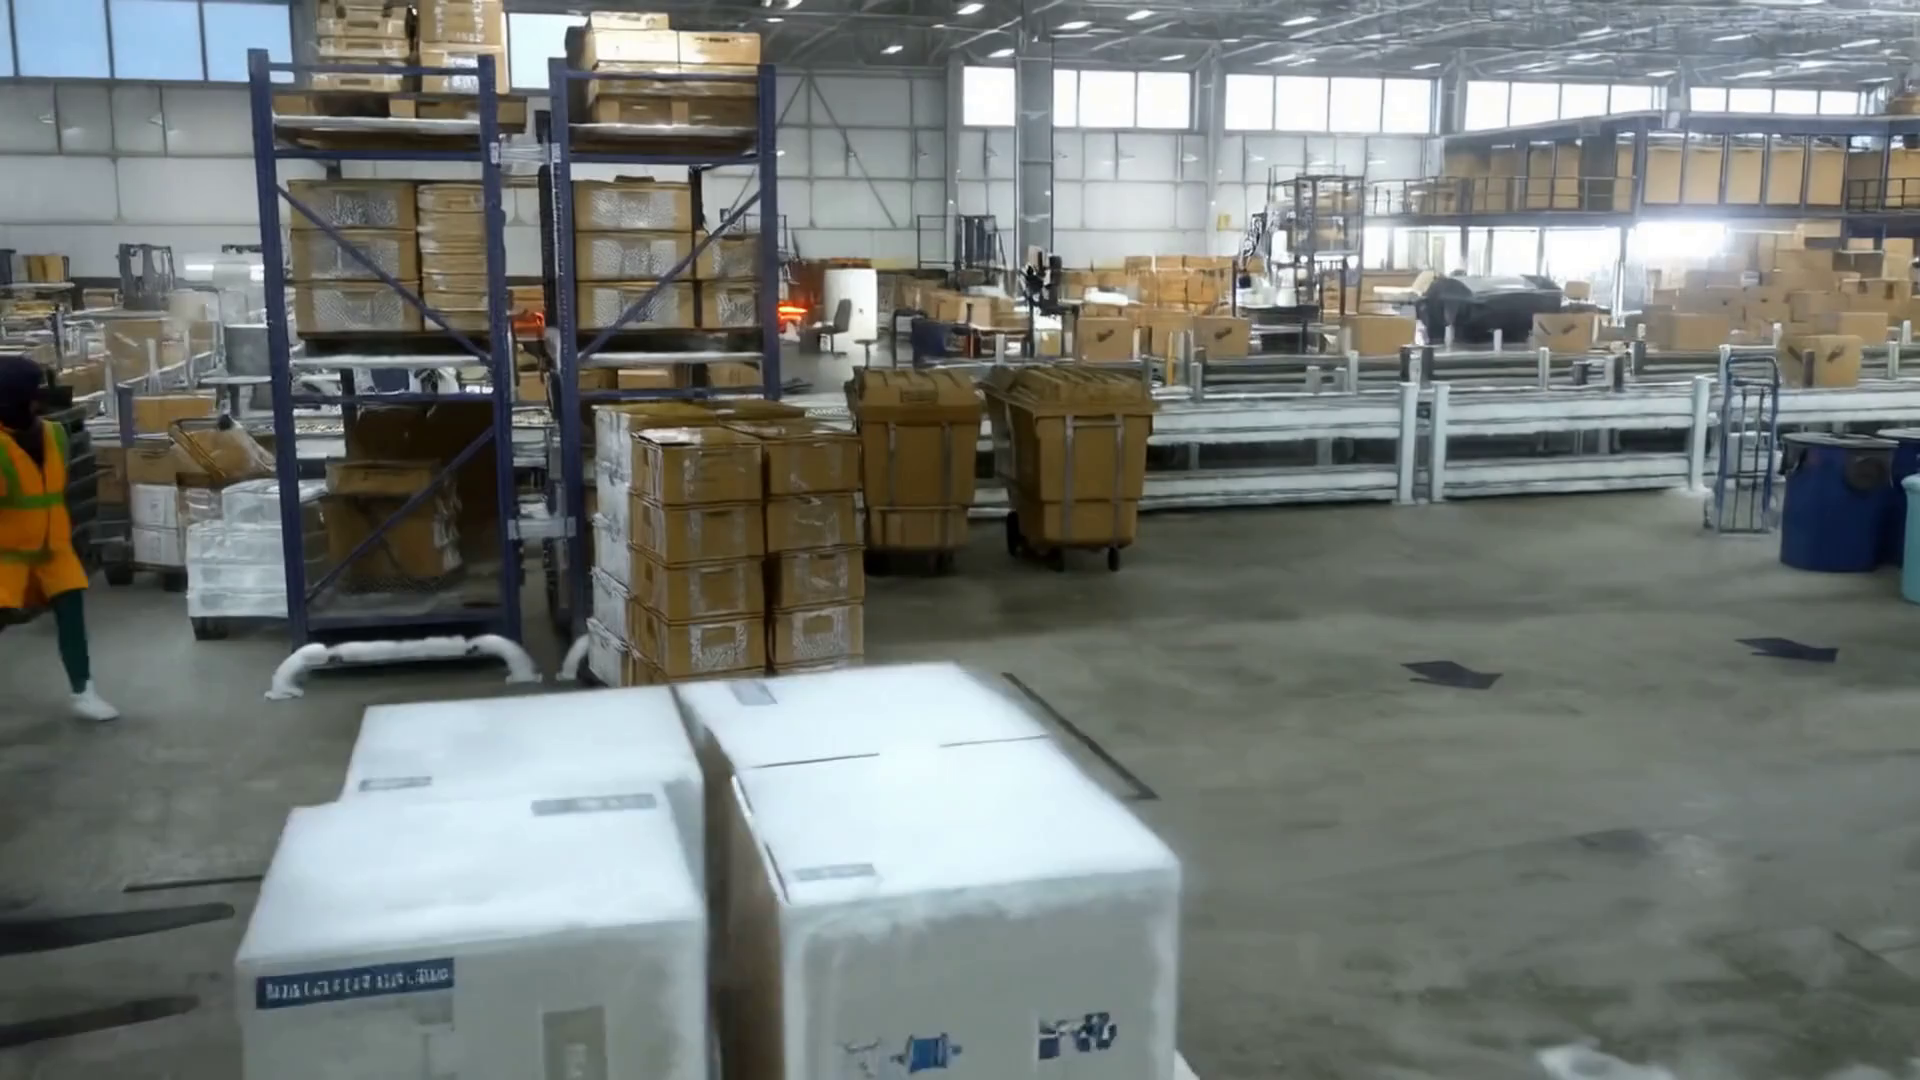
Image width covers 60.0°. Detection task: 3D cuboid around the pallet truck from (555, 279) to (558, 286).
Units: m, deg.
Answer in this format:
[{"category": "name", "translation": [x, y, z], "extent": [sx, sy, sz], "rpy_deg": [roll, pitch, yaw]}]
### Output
[{"category": "pallet truck", "translation": [-10.604, -6.375, 44.520], "extent": [0.653, 1.274, 1.630], "rpy_deg": [-3, 10, -15]}]

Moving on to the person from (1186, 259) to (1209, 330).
[{"category": "person", "translation": [5.357, -5.372, 37.325], "extent": [0.547, 1.837, 0.835], "rpy_deg": [0, 10, -1]}]

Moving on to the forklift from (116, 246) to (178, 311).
[{"category": "forklift", "translation": [-19.966, -6.232, 40.894], "extent": [1.157, 1.987, 2.680], "rpy_deg": [-3, 10, -15]}]

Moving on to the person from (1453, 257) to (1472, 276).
[{"category": "person", "translation": [12.550, -6.114, 41.452], "extent": [0.590, 1.856, 0.741], "rpy_deg": [-3, 10, -15]}]

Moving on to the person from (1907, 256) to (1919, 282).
[{"category": "person", "translation": [24.383, -6.283, 42.292], "extent": [0.606, 1.900, 0.584], "rpy_deg": [0, 10, 2]}]

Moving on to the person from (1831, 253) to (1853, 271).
[{"category": "person", "translation": [22.980, -6.557, 43.458], "extent": [0.722, 2.000, 1.047], "rpy_deg": [-1, 10, -4]}]

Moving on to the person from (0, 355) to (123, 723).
[{"category": "person", "translation": [-4.228, -0.002, 7.441], "extent": [0.863, 1.655, 0.540], "rpy_deg": [4, 11, 22]}]

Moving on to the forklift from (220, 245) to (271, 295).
[{"category": "forklift", "translation": [-17.749, -6.334, 41.440], "extent": [1.157, 1.987, 2.680], "rpy_deg": [-3, 10, -17]}]

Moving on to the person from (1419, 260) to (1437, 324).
[{"category": "person", "translation": [12.712, -6.725, 45.214], "extent": [0.519, 1.757, 0.339], "rpy_deg": [9, 13, 41]}]
